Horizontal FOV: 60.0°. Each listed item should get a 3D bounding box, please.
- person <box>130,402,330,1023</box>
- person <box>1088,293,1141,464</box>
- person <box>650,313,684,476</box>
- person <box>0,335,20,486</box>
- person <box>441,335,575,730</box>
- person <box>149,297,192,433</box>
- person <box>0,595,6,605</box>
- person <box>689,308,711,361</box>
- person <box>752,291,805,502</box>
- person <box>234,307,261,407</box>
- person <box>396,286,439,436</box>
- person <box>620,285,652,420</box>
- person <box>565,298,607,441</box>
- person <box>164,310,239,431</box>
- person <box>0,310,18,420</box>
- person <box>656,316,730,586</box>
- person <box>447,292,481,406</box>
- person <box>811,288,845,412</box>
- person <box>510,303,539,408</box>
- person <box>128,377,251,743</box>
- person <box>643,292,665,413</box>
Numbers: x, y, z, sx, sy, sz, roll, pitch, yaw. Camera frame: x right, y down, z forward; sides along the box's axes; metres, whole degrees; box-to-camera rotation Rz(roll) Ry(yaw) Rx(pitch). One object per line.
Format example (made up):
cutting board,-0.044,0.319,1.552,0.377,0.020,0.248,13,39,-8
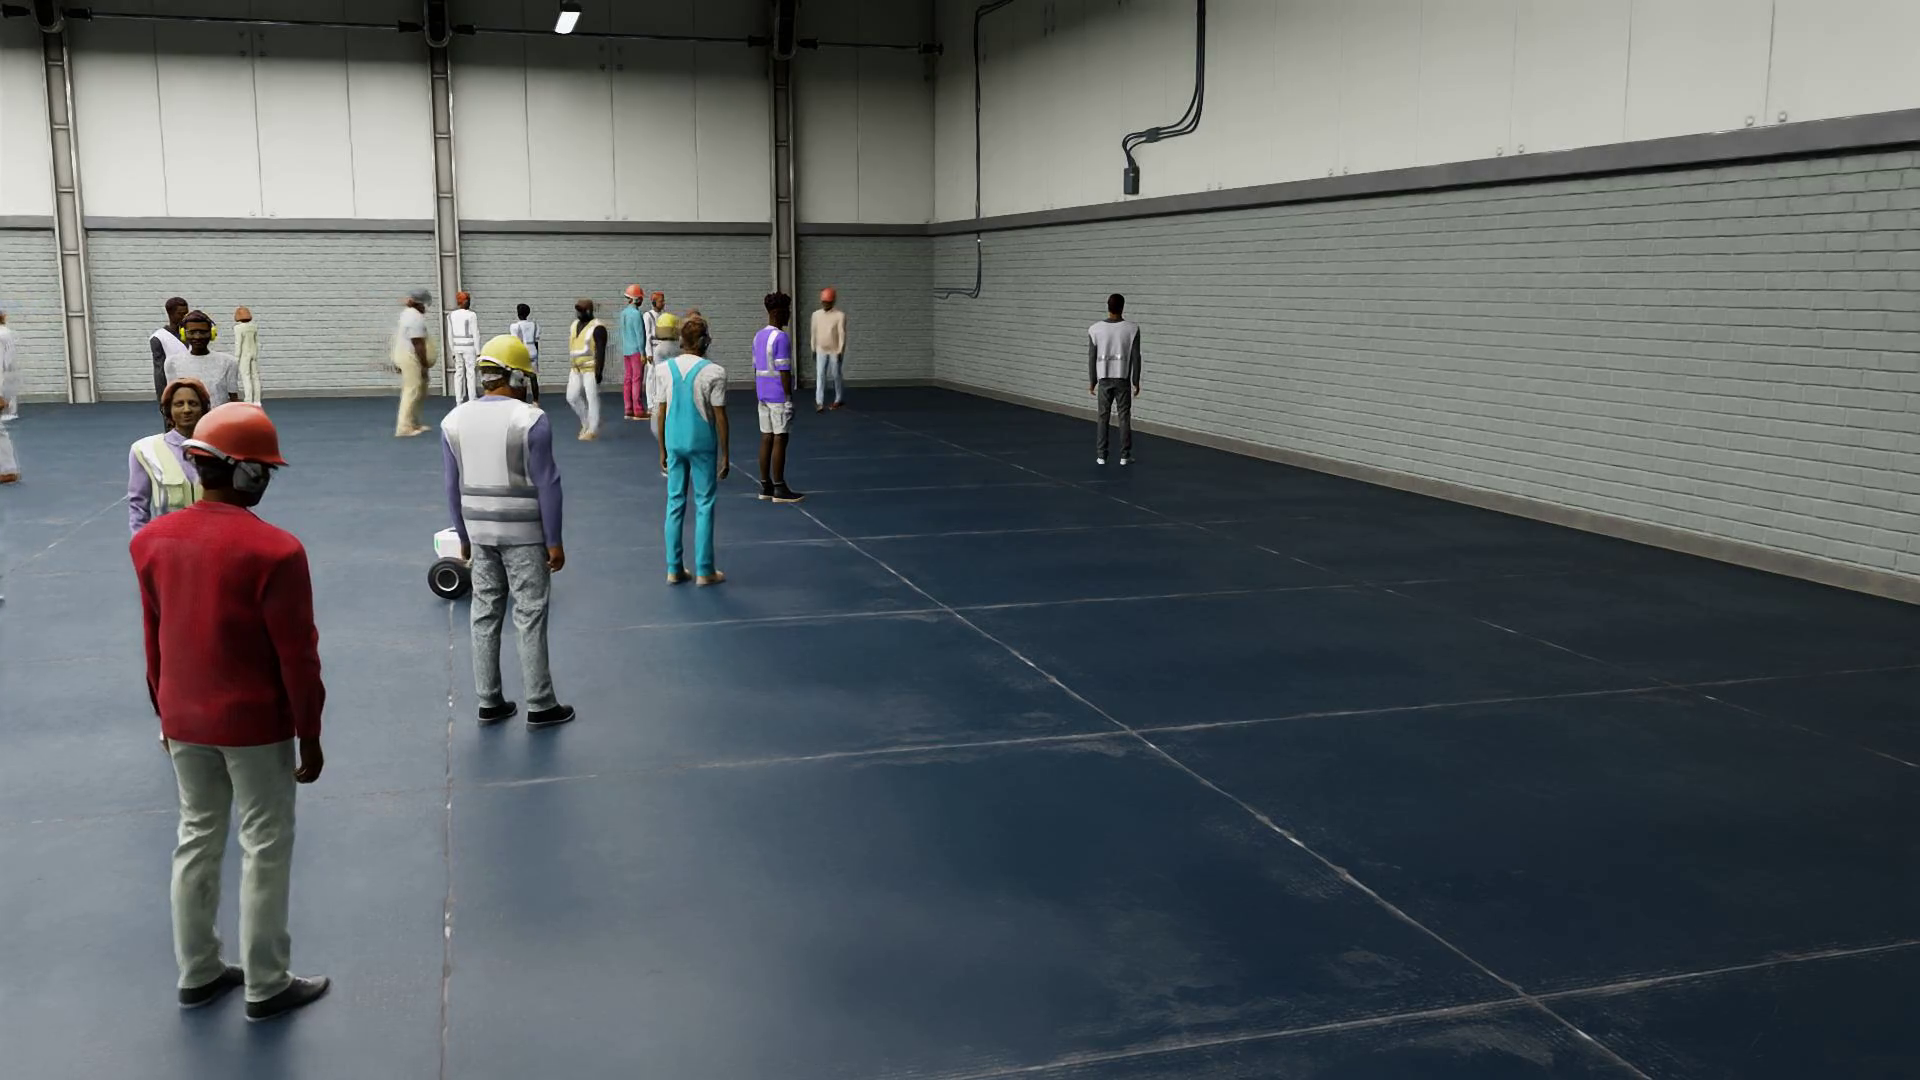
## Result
person,-2.023,0.482,4.691,0.575,1.739,0.353,3,9,18
person,1.739,-1.802,18.695,0.593,1.919,0.388,2,9,12
person,-3.011,-1.501,17.381,0.414,1.728,0.489,6,11,36
person,-9.744,-1.466,16.531,0.637,1.919,0.652,-7,11,-38
person,-2.078,-0.032,7.702,0.588,1.823,0.403,3,9,20
person,-7.648,-1.406,16.289,0.391,1.887,0.584,3,9,16
person,-6.331,-0.412,10.218,0.646,1.804,0.345,-4,10,-23
person,-4.198,-2.949,26.964,0.378,1.616,0.546,4,10,26
person,-1.712,-1.338,15.576,0.361,1.964,0.613,-6,10,-32
person,-11.565,-2.954,26.947,0.281,1.634,0.498,3,9,16
person,-7.218,-2.384,22.015,0.623,2.000,0.702,-3,9,-20
person,-4.820,-2.782,24.696,0.379,1.996,0.611,-7,11,-36
person,-4.808,-2.186,21.409,0.651,1.832,0.448,7,11,37
person,-5.441,-0.724,12.009,0.510,1.863,0.326,-3,9,-20
person,-14.165,-2.584,24.563,0.513,1.642,0.311,5,10,29
person,-1.801,-0.594,11.270,0.520,1.834,0.360,2,9,14
person,-7.800,-2.970,26.259,0.575,1.882,0.355,4,10,22
person,-2.072,-2.996,26.274,0.618,1.948,0.959,2,9,15
person,-6.943,-2.921,26.540,0.316,1.696,0.540,7,11,38
person,-3.470,0.083,7.541,0.514,1.645,0.309,-5,10,-28
person,-4.694,-2.903,25.829,0.355,1.883,0.572,4,10,22
